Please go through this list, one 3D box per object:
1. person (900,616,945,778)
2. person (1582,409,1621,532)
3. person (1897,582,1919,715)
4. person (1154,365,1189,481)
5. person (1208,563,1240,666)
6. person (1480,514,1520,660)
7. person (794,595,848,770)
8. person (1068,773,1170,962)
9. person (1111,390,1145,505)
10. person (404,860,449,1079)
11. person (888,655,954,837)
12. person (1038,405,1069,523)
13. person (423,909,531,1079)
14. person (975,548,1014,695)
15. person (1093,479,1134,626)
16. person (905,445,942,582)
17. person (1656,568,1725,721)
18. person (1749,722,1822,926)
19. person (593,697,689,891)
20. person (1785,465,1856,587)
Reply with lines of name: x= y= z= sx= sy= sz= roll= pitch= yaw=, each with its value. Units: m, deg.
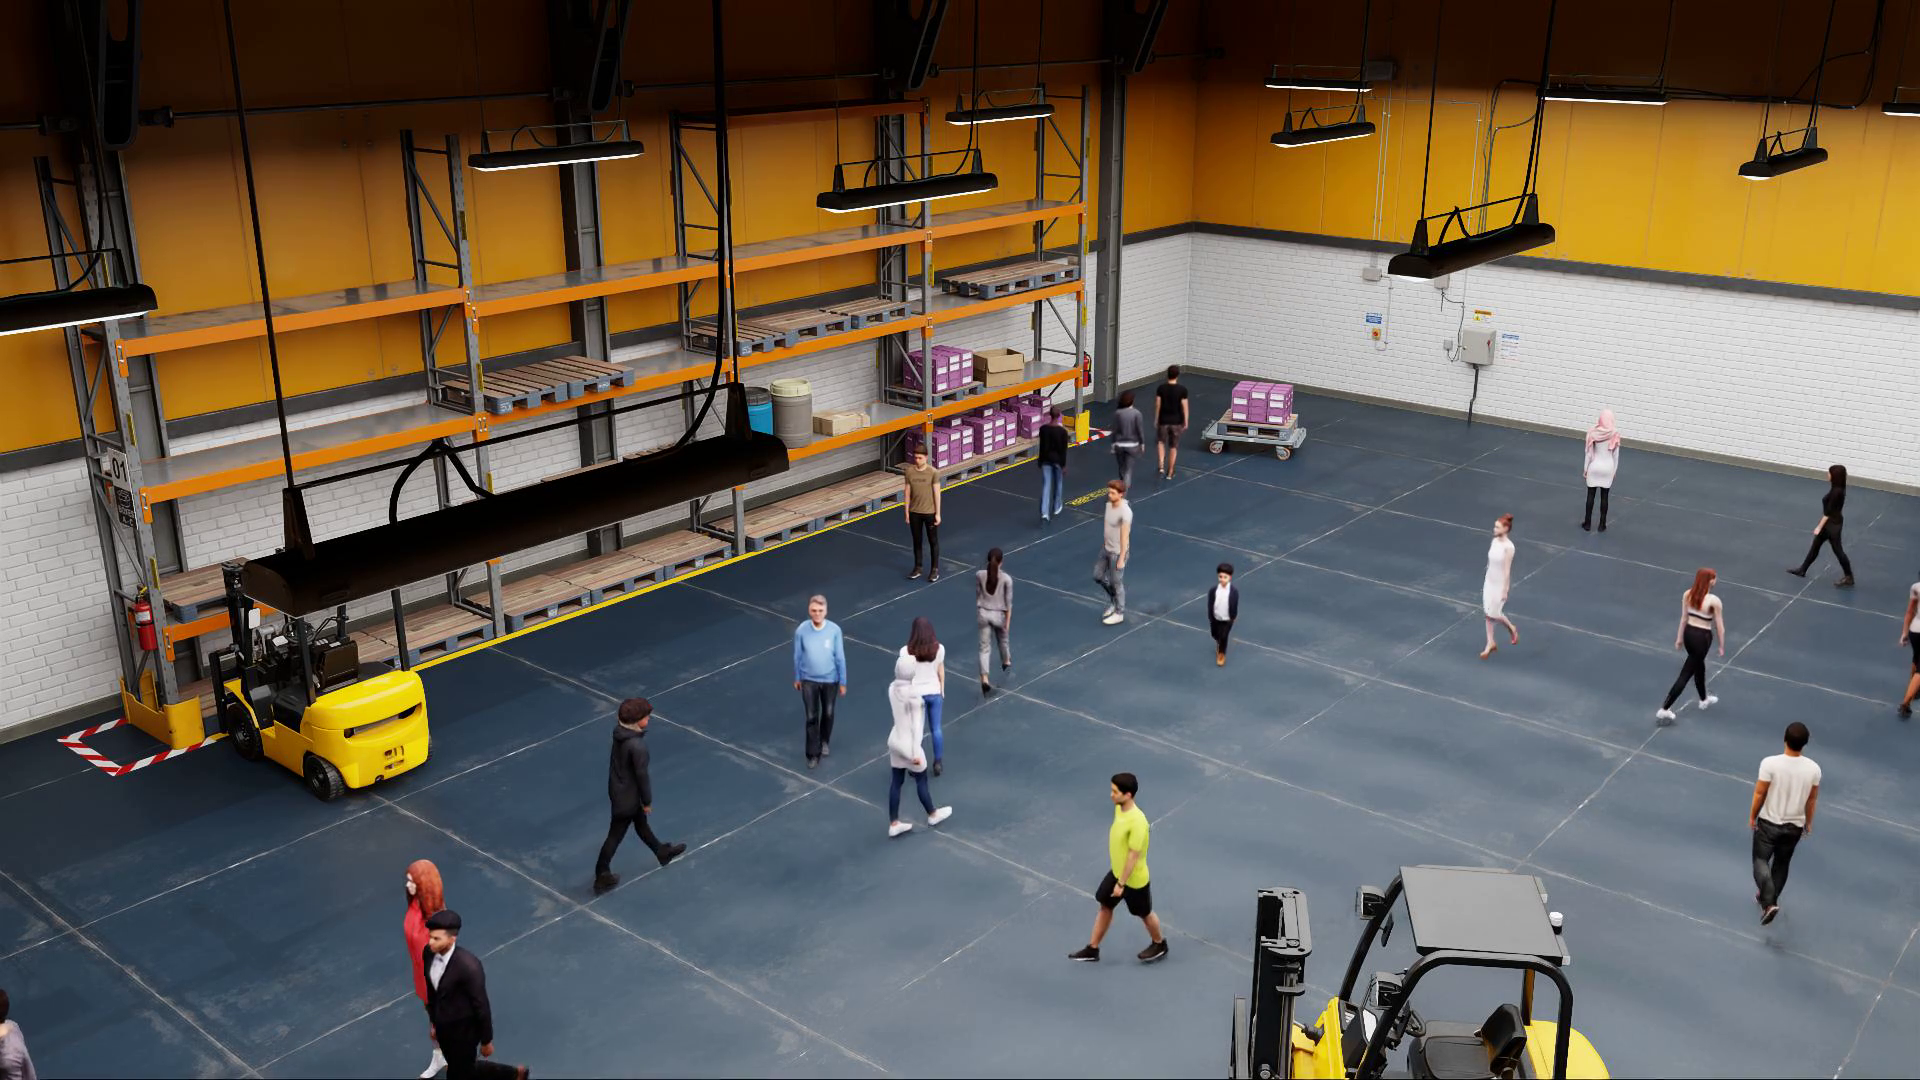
person: x=-0.363 y=1.569 z=16.593 sx=0.667 sy=1.680 sz=0.722 roll=-1 pitch=19 yaw=-3
person: x=9.273 y=-1.015 z=24.072 sx=0.722 sy=1.804 sz=0.731 roll=5 pitch=19 yaw=15
person: x=10.432 y=1.078 z=18.012 sx=1.187 sy=1.706 sz=0.759 roll=-15 pitch=24 yaw=-37
person: x=3.334 y=-1.854 z=26.488 sx=0.794 sy=1.853 sz=0.792 roll=4 pitch=19 yaw=13
person: x=3.085 y=0.839 z=19.492 sx=0.680 sy=1.215 sz=0.831 roll=5 pitch=19 yaw=15
person: x=6.362 y=0.562 z=19.432 sx=0.889 sy=1.778 sz=0.793 roll=-6 pitch=19 yaw=-16
person: x=-1.428 y=1.374 z=16.999 sx=1.063 sy=1.791 sz=1.127 roll=-1 pitch=19 yaw=-4
person: x=1.431 y=2.663 z=13.369 sx=1.164 sy=1.664 sz=0.935 roll=-8 pitch=20 yaw=-22
person: x=2.517 y=-1.372 z=25.270 sx=0.850 sy=1.716 sz=1.171 roll=7 pitch=20 yaw=21
person: x=-3.735 y=3.087 z=11.855 sx=0.591 sy=1.827 sz=0.515 roll=16 pitch=25 yaw=40
person: x=-0.561 y=1.929 z=15.397 sx=0.948 sy=1.761 sz=0.739 roll=-14 pitch=23 yaw=-36
person: x=1.333 y=-1.098 z=24.458 sx=0.911 sy=1.715 sz=1.208 roll=5 pitch=19 yaw=16
person: x=-3.316 y=3.270 z=11.266 sx=0.699 sy=1.856 sz=1.080 roll=15 pitch=24 yaw=37
person: x=0.332 y=0.937 z=18.557 sx=0.917 sy=1.625 sz=1.184 roll=5 pitch=19 yaw=15
person: x=1.997 y=0.135 z=20.542 sx=0.795 sy=1.878 sz=0.789 roll=-9 pitch=21 yaw=-25
person: x=-0.476 y=-0.379 z=22.114 sx=0.738 sy=1.850 sz=0.713 roll=5 pitch=19 yaw=15
person: x=7.819 y=1.160 z=17.791 sx=1.280 sy=1.691 sz=0.902 roll=-11 pitch=21 yaw=-29
person: x=6.899 y=2.405 z=13.938 sx=0.923 sy=1.791 sz=1.060 roll=3 pitch=19 yaw=9
person: x=-2.988 y=2.251 z=14.516 sx=1.220 sy=1.713 sz=0.837 roll=-14 pitch=23 yaw=-35
person: x=11.544 y=-0.156 z=21.836 sx=0.796 sy=1.604 sz=1.055 roll=10 pitch=21 yaw=27
